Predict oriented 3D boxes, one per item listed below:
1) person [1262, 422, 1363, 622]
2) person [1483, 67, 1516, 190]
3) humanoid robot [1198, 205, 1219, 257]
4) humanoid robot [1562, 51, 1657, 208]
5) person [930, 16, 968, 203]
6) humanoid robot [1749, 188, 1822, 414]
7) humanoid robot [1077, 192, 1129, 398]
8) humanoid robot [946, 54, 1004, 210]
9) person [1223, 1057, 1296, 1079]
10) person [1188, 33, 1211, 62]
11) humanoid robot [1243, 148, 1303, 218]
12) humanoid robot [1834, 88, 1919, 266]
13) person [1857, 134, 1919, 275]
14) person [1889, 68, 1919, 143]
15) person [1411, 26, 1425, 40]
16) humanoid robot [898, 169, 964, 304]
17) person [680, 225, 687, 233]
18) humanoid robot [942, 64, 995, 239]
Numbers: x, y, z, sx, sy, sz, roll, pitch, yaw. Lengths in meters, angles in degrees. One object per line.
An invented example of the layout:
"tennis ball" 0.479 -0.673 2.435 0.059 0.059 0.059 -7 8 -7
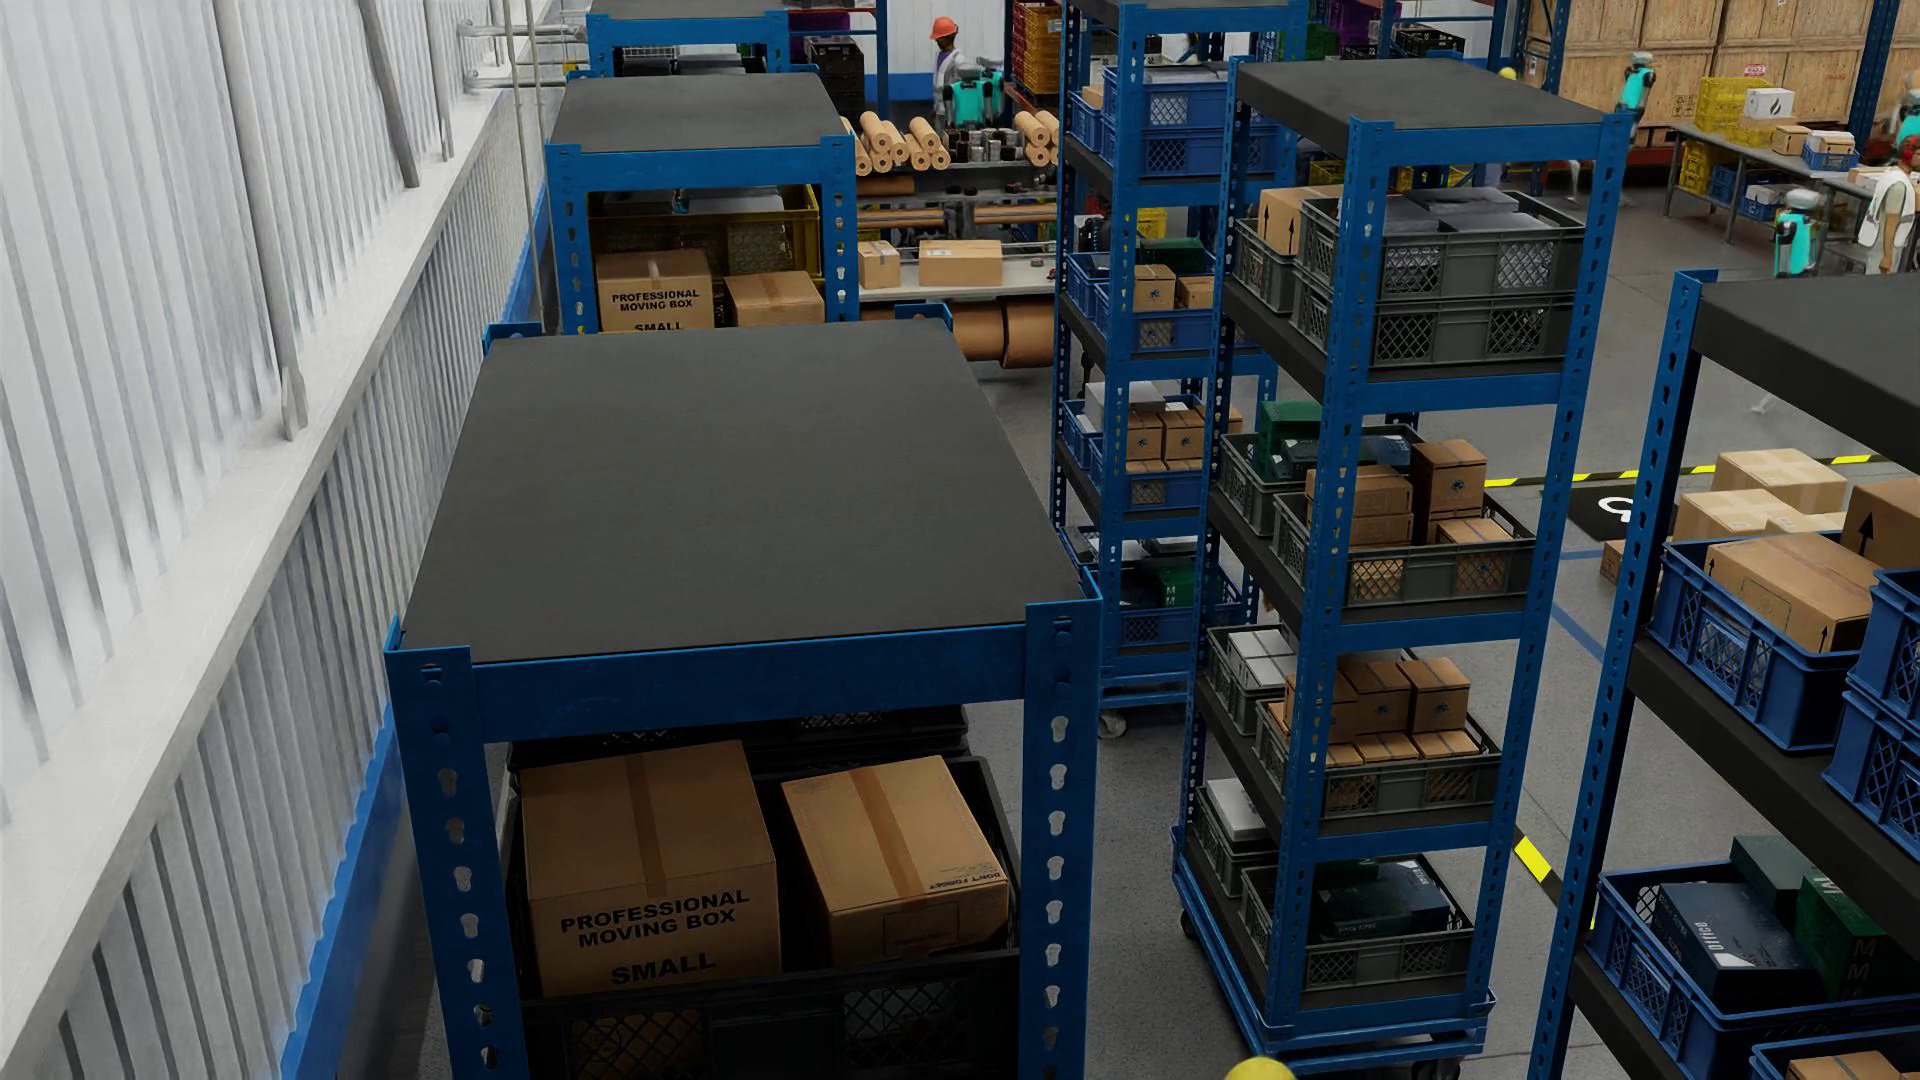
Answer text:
"person" 1.739 0.199 7.971 0.598 1.850 0.387 -2 25 -4
"person" 5.513 -3.982 17.210 0.342 1.730 0.651 -3 25 -8
"humanoid robot" 2.486 -3.660 16.587 0.424 1.635 0.609 -16 29 -31
"humanoid robot" 7.070 -4.465 18.300 1.028 1.757 0.533 -2 25 -4
"person" -0.156 -4.827 18.680 0.379 2.037 0.605 -13 28 -26
"humanoid robot" 6.372 -1.630 12.143 1.017 1.768 0.552 18 30 33
"humanoid robot" 1.101 -1.881 12.681 0.315 1.659 0.599 -22 33 -39
"humanoid robot" 0.103 -4.312 17.972 1.051 1.763 0.564 -22 33 -39
"person" 0.685 2.014 4.157 0.487 1.740 0.313 8 26 16
"person" 2.805 -4.920 19.097 0.609 1.856 0.355 -16 29 -30
"humanoid robot" 2.871 -3.057 15.257 0.589 1.650 0.341 8 26 17
"humanoid robot" 8.879 -3.433 16.026 0.787 1.798 0.549 -1 25 -3
"person" 7.552 -2.398 13.627 0.374 1.840 0.567 10 27 21
"person" 10.454 -4.518 18.184 0.926 1.896 0.537 -19 31 -35
"person" 5.197 -5.012 19.311 0.632 1.841 0.429 -7 26 -15
"humanoid robot" -0.235 -2.601 14.286 0.615 1.634 0.656 -3 25 -7
"person" -2.443 -3.152 15.301 0.543 1.812 0.737 1 25 2
"humanoid robot" 0.135 -3.950 17.155 0.558 1.808 0.660 -5 25 -10
